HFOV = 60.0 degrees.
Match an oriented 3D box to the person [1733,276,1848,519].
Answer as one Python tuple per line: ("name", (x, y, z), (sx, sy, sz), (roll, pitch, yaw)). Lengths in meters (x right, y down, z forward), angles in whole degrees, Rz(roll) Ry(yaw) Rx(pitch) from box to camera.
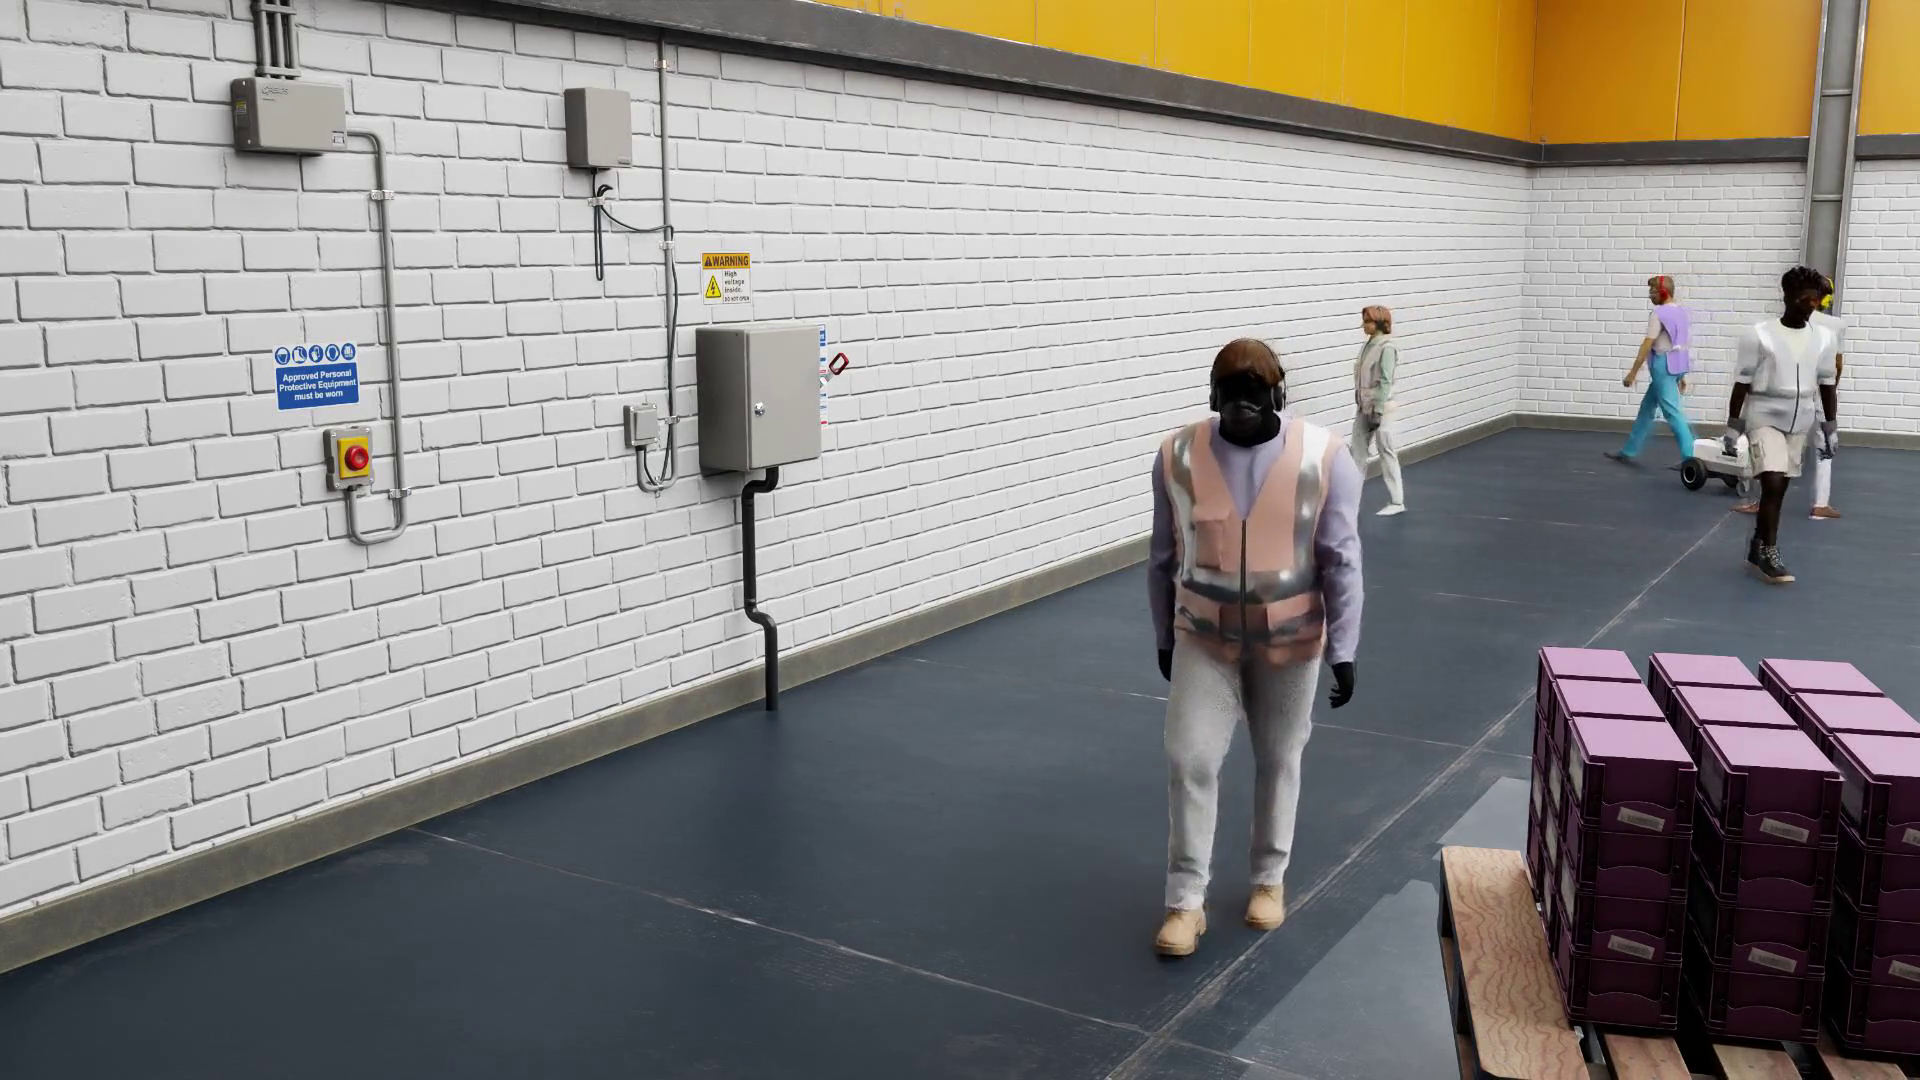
("person", (6.339, -1.072, 12.643), (0.715, 1.853, 0.326), (4, 11, 23))

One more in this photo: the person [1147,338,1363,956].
("person", (0.848, 0.326, 4.898), (0.649, 1.816, 0.747), (3, 11, 15))

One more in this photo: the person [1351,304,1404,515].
("person", (3.160, -0.987, 12.740), (0.463, 1.642, 0.519), (-3, 11, -14))

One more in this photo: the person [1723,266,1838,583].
("person", (5.112, -0.702, 10.241), (0.635, 1.930, 0.832), (-1, 10, -6))

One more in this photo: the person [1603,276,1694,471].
("person", (6.466, -1.538, 15.338), (0.972, 1.780, 0.553), (9, 14, 42))

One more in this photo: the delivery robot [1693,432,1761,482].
("delivery robot", (6.446, -0.702, 13.815), (0.477, 0.478, 0.707), (-3, 11, -15))
